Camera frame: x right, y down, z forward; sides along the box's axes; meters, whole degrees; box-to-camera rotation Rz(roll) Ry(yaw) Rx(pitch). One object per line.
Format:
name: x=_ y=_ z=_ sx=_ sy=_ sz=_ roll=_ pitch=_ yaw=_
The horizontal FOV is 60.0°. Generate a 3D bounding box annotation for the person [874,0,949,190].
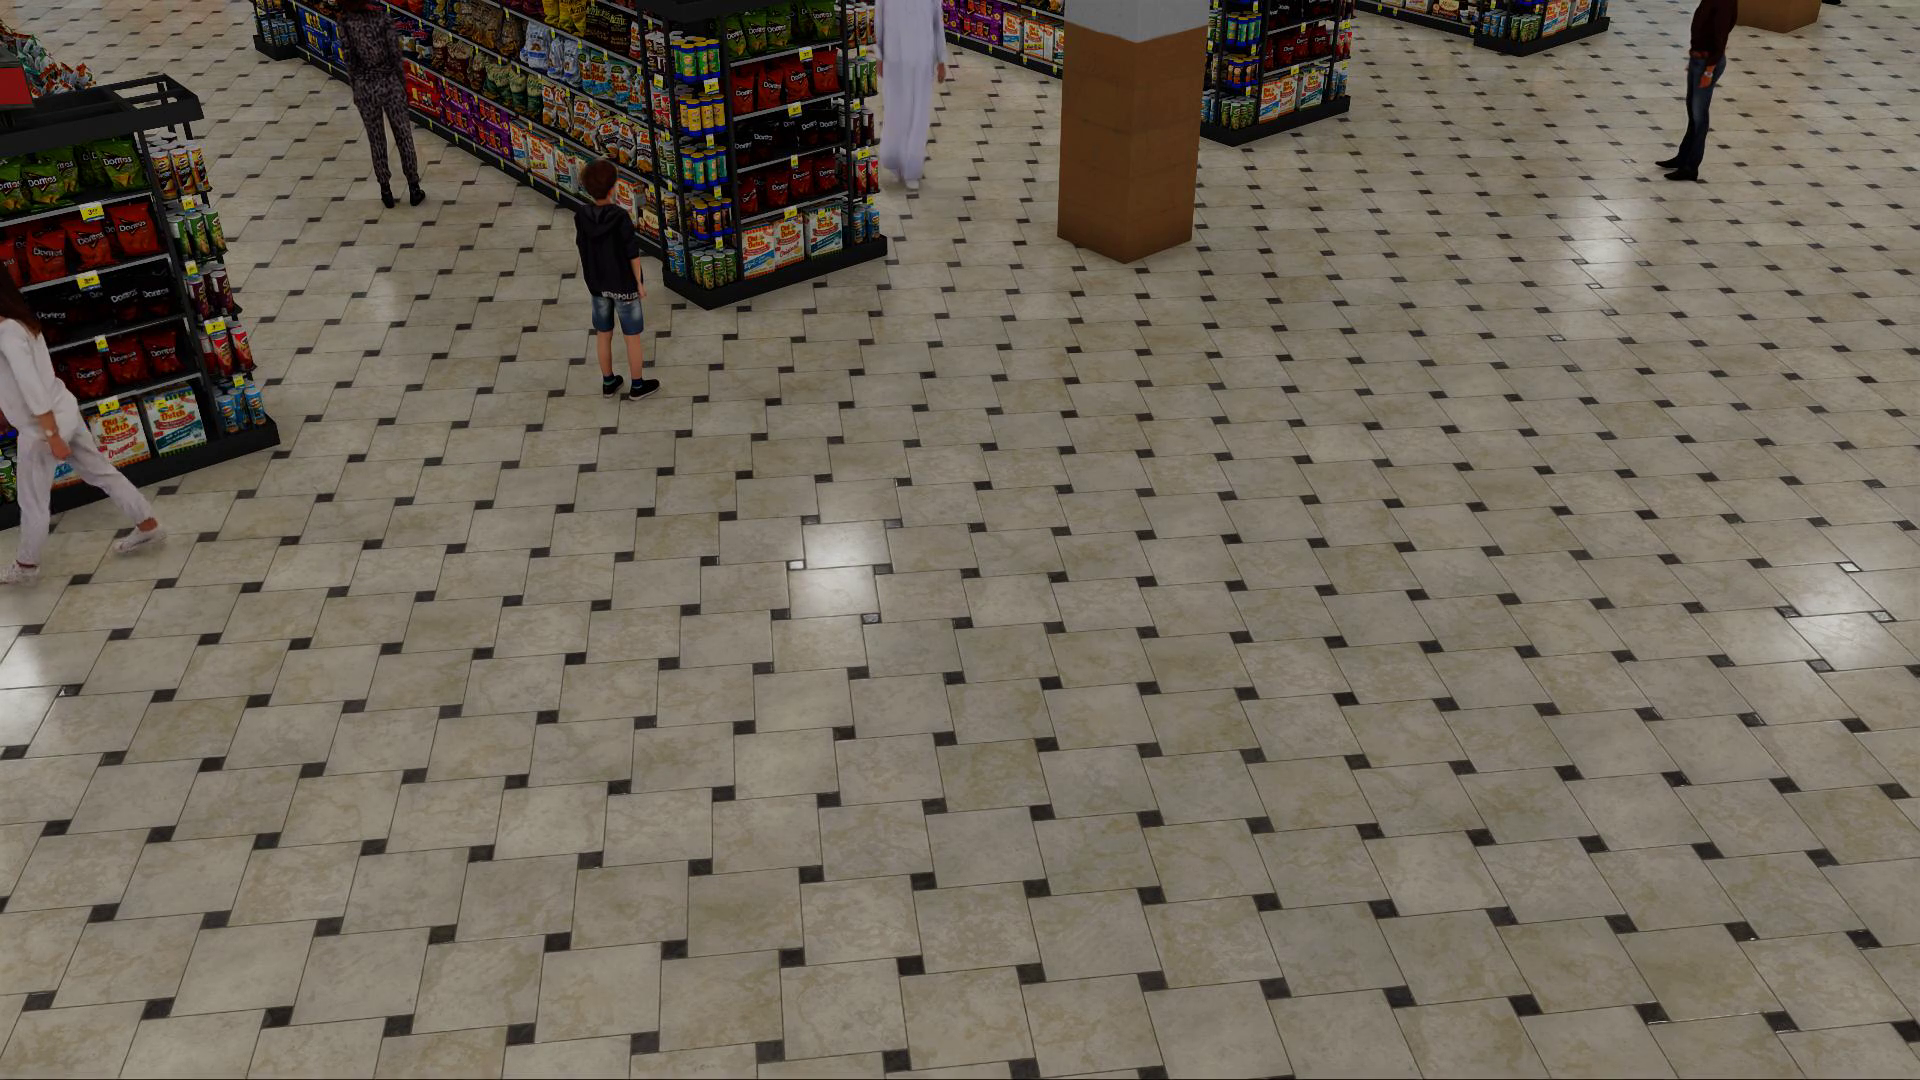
person: x=-0.398 y=-3.660 z=12.691 sx=0.842 sy=1.912 sz=0.906 roll=-6 pitch=32 yaw=-10

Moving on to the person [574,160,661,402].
person: x=-2.016 y=-1.502 z=9.662 sx=0.604 sy=1.447 sz=0.685 roll=8 pitch=33 yaw=13

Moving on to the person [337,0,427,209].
person: x=-4.306 y=-3.322 z=12.333 sx=0.651 sy=1.716 sz=0.669 roll=-6 pitch=32 yaw=-9

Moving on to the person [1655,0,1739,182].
person: x=5.771 y=-3.674 z=12.840 sx=0.747 sy=1.778 sz=0.711 roll=5 pitch=32 yaw=8

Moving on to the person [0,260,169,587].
person: x=-4.305 y=-0.582 z=8.001 sx=0.877 sy=1.641 sz=1.076 roll=-14 pitch=35 yaw=-21
